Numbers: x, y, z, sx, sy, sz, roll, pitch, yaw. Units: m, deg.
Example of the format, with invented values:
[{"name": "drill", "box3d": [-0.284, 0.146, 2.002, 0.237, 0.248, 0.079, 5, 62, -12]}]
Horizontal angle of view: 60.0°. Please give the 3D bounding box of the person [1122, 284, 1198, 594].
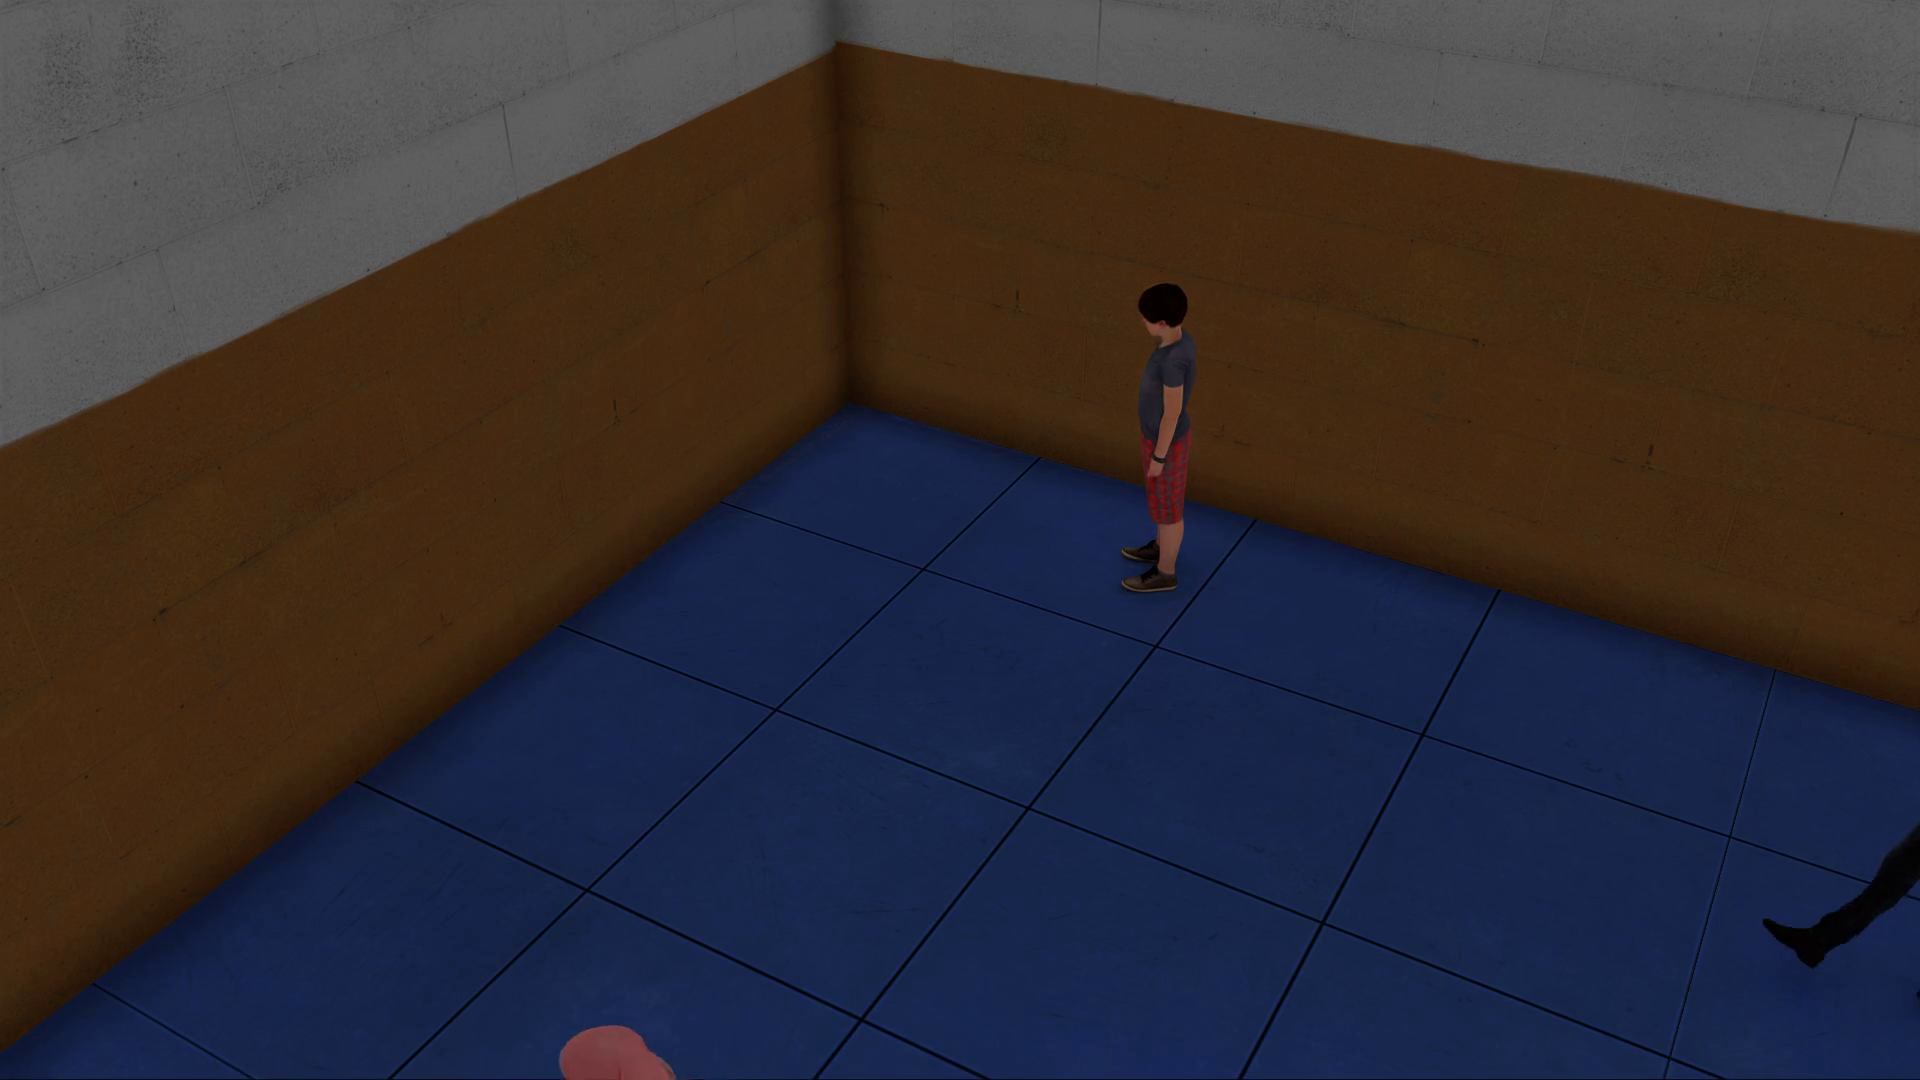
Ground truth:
[{"name": "person", "box3d": [1.020, -0.505, 8.214, 0.725, 1.650, 0.594, 4, 34, 6]}]
